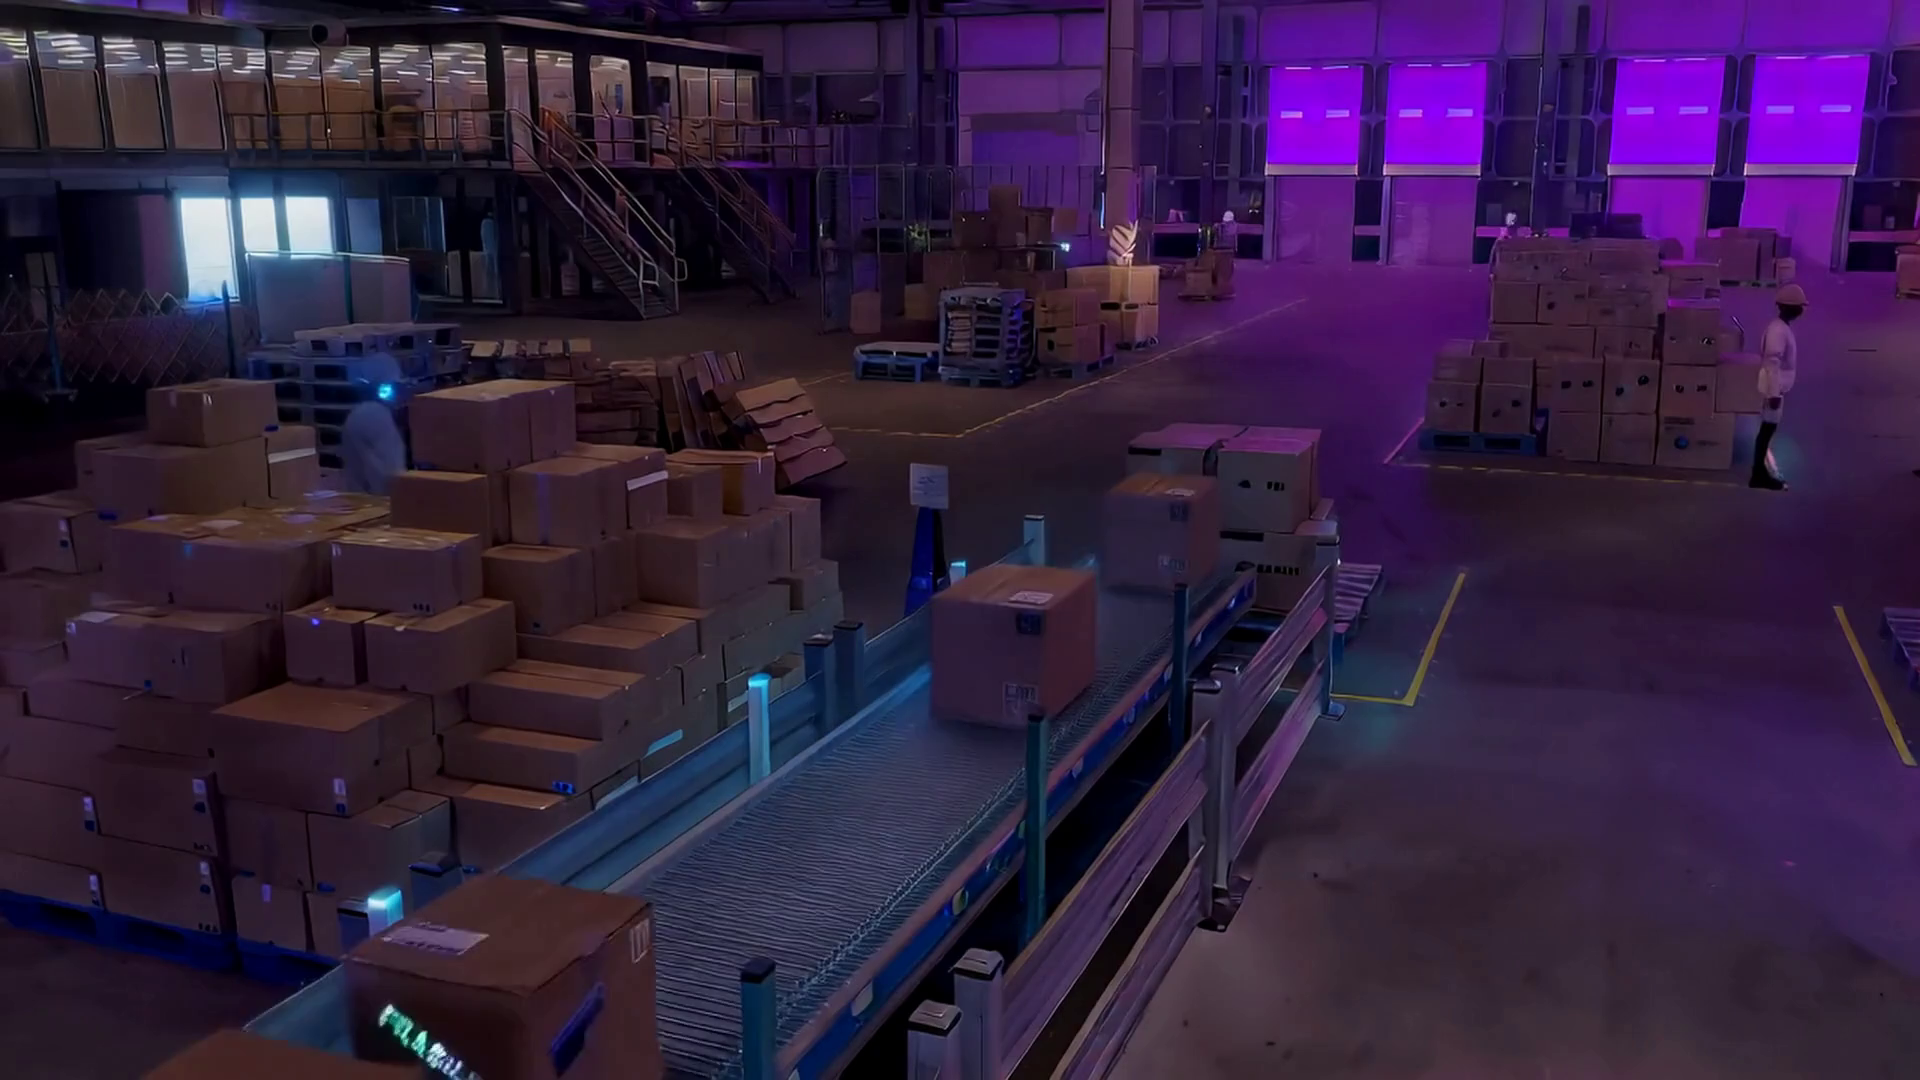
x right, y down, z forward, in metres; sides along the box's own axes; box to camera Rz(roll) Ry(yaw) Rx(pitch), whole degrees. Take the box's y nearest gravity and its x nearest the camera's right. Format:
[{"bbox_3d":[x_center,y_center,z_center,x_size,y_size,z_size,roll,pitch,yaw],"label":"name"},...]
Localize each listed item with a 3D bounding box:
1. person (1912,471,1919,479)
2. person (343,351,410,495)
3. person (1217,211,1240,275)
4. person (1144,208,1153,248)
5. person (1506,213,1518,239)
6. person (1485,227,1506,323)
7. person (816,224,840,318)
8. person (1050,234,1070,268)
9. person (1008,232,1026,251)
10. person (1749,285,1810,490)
[{"bbox_3d":[9.652,-1.478,15.997,0.476,1.925,0.767,-3,13,-14],"label":"person"},{"bbox_3d":[-3.580,-0.141,9.918,0.869,1.966,0.628,-11,16,-40],"label":"person"},{"bbox_3d":[7.643,-8.450,47.489,0.645,1.827,0.462,-4,13,-18],"label":"person"},{"bbox_3d":[5.864,-9.469,52.081,0.451,1.808,0.584,1,13,7],"label":"person"},{"bbox_3d":[14.616,-7.754,44.276,0.400,1.855,0.561,11,17,41],"label":"person"},{"bbox_3d":[10.592,-5.222,32.861,0.352,1.885,0.575,9,15,34],"label":"person"},{"bbox_3d":[-2.710,-5.500,34.063,0.587,1.911,0.396,-12,17,-43],"label":"person"},{"bbox_3d":[1.834,-4.505,29.660,1.005,1.893,0.549,0,13,0],"label":"person"},{"bbox_3d":[1.010,-4.803,31.026,0.677,1.868,0.583,-8,15,-32],"label":"person"},{"bbox_3d":[7.802,-1.452,15.830,0.375,1.935,0.550,7,14,28],"label":"person"}]
